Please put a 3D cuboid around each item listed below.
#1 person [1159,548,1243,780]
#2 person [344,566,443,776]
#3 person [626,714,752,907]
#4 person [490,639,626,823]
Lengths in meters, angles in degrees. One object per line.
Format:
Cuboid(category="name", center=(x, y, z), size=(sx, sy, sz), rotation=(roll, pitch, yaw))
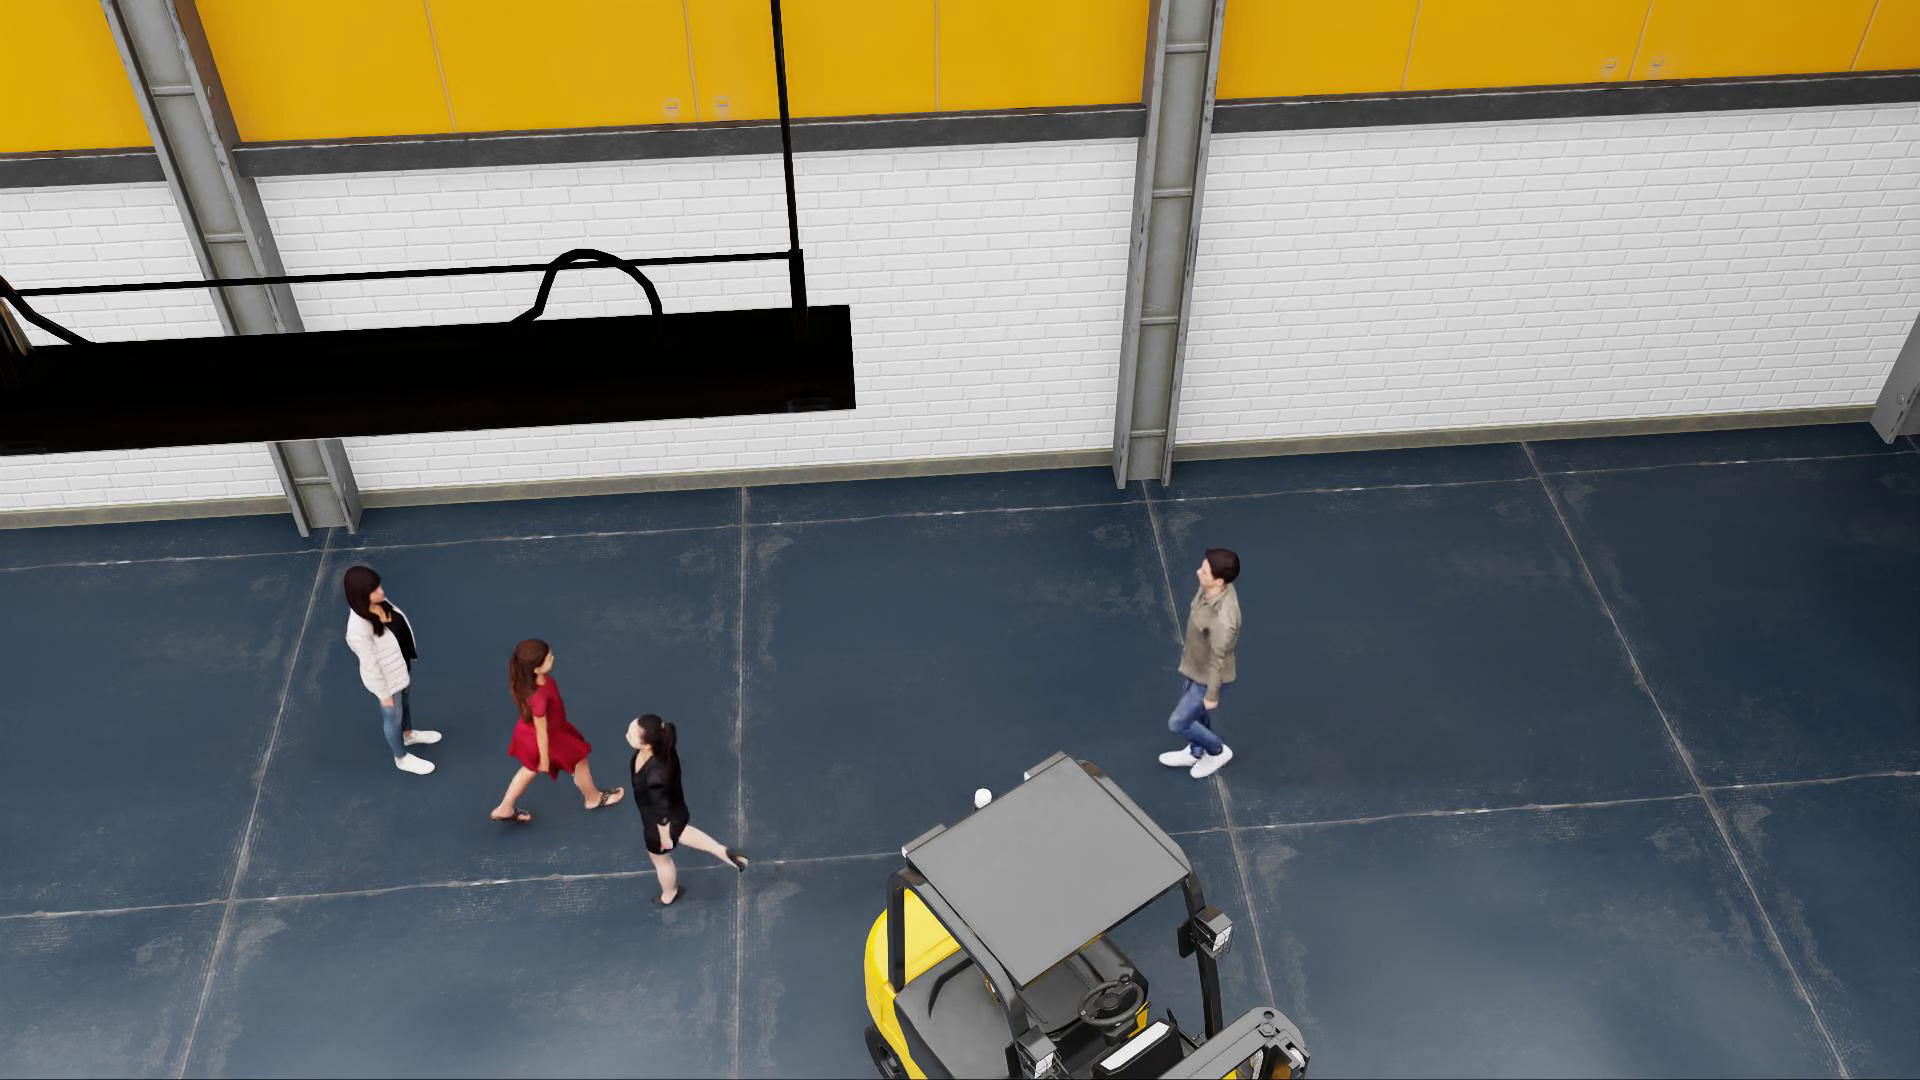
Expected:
Cuboid(category="person", center=(1.557, 0.772, 9.911), size=(0.705, 1.852, 0.745), rotation=(1, 44, 1))
Cuboid(category="person", center=(-3.474, 0.766, 10.075), size=(0.546, 1.635, 0.626), rotation=(-2, 44, -2))
Cuboid(category="person", center=(-1.561, 1.508, 9.262), size=(0.829, 1.682, 0.607), rotation=(-5, 44, -6))
Cuboid(category="person", center=(-2.515, 1.158, 9.741), size=(1.083, 1.528, 0.796), rotation=(-21, 48, -21))
